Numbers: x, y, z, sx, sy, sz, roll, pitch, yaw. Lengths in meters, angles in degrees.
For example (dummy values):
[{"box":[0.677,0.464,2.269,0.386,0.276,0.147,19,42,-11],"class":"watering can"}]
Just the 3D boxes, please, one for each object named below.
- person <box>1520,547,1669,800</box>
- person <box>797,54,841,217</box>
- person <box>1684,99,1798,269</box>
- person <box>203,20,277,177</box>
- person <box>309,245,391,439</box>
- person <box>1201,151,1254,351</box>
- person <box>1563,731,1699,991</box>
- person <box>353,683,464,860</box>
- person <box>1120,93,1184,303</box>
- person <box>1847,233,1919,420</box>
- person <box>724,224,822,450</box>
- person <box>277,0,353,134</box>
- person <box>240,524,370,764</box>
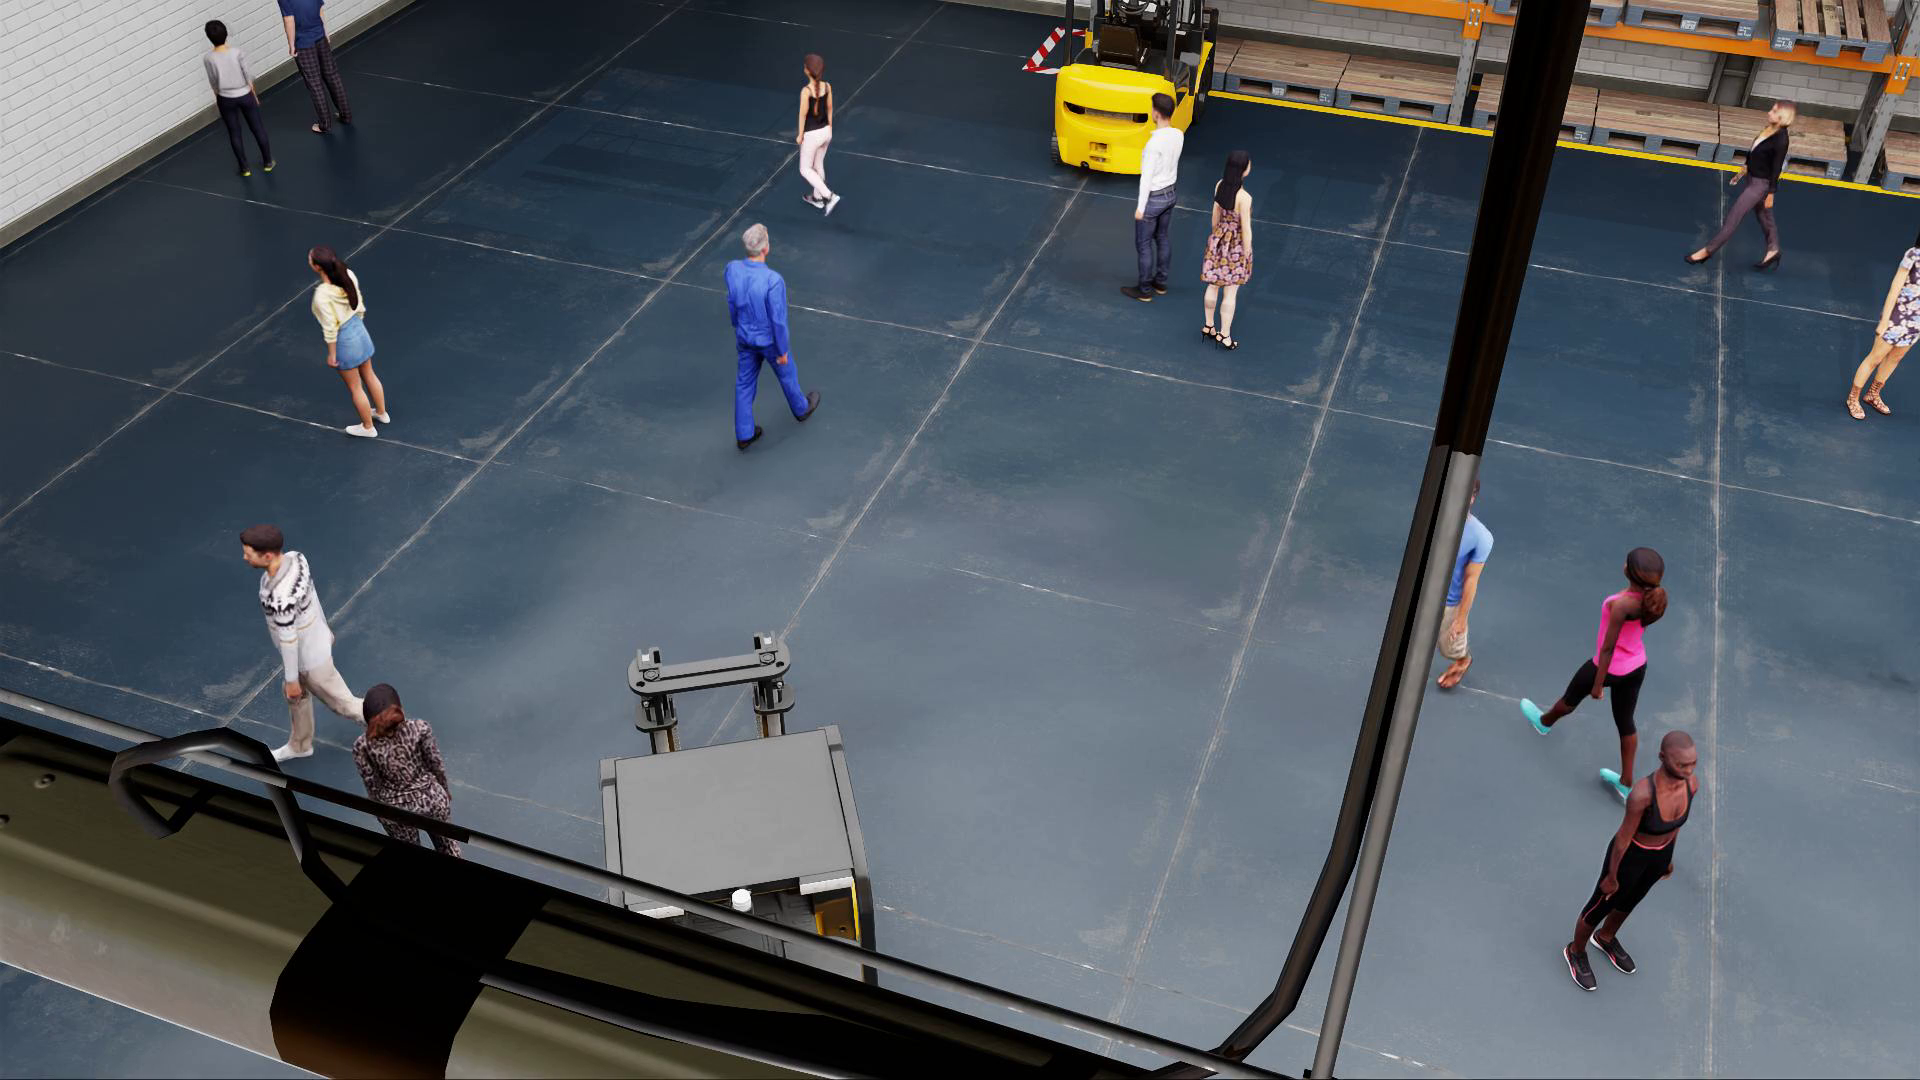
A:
[{"box":[3.933,0.819,9.810,1.075,1.668,1.156,-17,42,-20],"class":"person"},{"box":[-1.322,-3.791,15.677,0.745,1.550,0.908,-31,48,-33],"class":"person"},{"box":[7.173,-3.092,14.746,1.096,1.620,0.699,7,39,9],"class":"person"},{"box":[-7.135,-4.357,16.383,0.608,1.553,0.672,-16,41,-19],"class":"person"},{"box":[-4.702,-1.534,12.786,0.550,1.631,0.640,11,40,14],"class":"person"},{"box":[2.226,-2.394,13.749,0.862,1.774,0.789,-23,44,-26],"class":"person"},{"box":[3.545,1.644,8.704,0.667,1.758,0.734,-15,41,-18],"class":"person"},{"box":[-2.968,1.427,9.012,0.681,1.715,0.737,-18,42,-21],"class":"person"},{"box":[1.716,-2.946,14.370,0.725,1.861,0.714,30,47,32],"class":"person"},{"box":[7.370,-1.749,12.974,0.623,1.732,0.729,-9,40,-11],"class":"person"},{"box":[-1.565,-1.487,12.599,1.069,1.791,0.953,21,43,24],"class":"person"},{"box":[-6.673,-5.123,17.088,0.652,1.871,0.723,25,45,28],"class":"person"},{"box":[-3.785,0.638,9.893,1.305,1.848,1.129,-10,40,-12],"class":"person"}]
